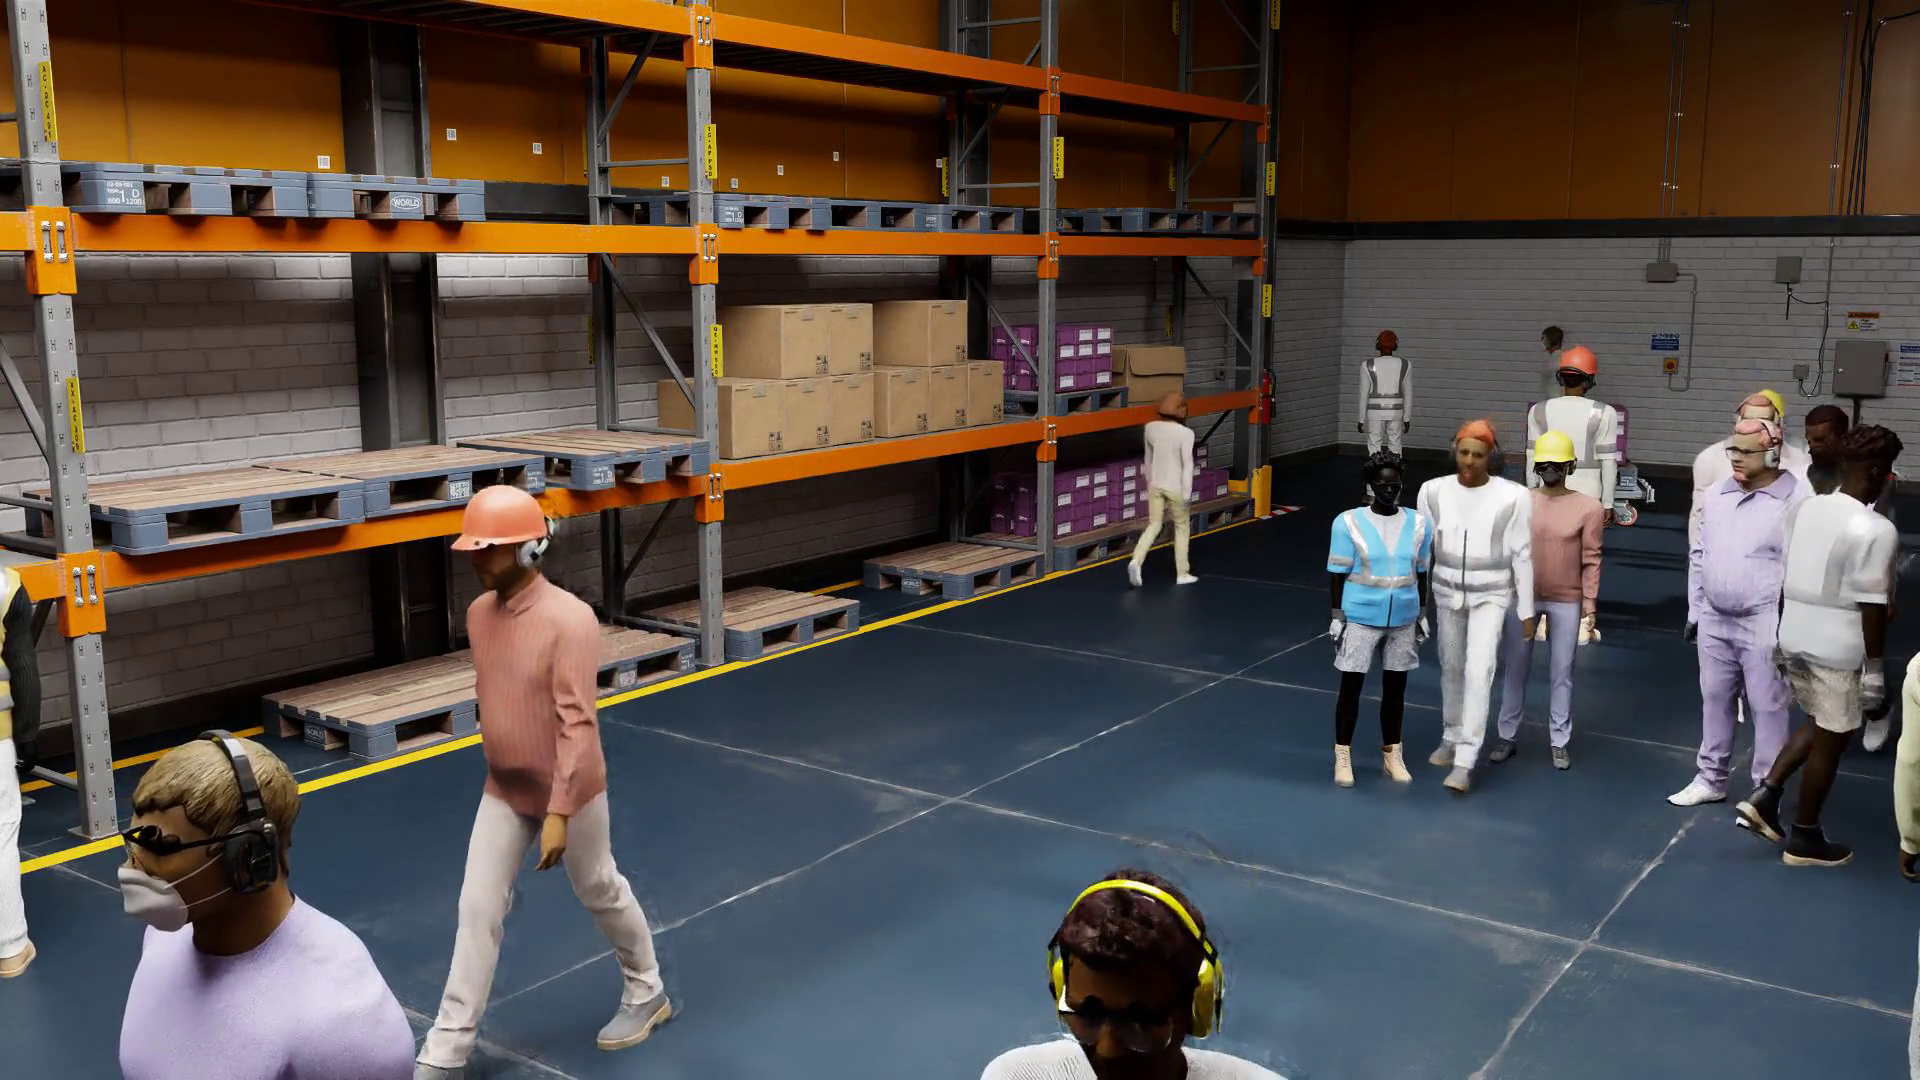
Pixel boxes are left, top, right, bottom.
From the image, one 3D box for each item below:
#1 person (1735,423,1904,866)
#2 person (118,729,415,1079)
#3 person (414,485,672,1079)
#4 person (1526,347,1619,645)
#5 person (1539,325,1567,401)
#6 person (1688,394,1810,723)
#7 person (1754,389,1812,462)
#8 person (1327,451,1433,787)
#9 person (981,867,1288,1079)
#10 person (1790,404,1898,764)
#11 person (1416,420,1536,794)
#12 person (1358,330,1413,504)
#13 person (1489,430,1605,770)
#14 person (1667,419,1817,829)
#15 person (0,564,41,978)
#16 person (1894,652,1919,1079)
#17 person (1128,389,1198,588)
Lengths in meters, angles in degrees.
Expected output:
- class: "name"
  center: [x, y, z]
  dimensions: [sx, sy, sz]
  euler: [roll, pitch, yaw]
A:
- class: "person"
  center: [3.750, 0.463, 7.158]
  dimensions: [0.481, 1.940, 0.655]
  euler: [-1, 10, -8]
- class: "person"
  center: [-1.078, 1.234, 2.589]
  dimensions: [0.627, 1.941, 0.371]
  euler: [7, 12, 38]
- class: "person"
  center: [-1.349, 0.784, 5.297]
  dimensions: [0.626, 1.941, 1.046]
  euler: [6, 11, 33]
- class: "person"
  center: [4.192, -0.300, 11.421]
  dimensions: [0.608, 2.044, 0.370]
  euler: [7, 12, 34]
- class: "person"
  center: [6.519, -1.400, 18.353]
  dimensions: [0.495, 1.922, 0.636]
  euler: [6, 11, 32]
- class: "person"
  center: [4.631, 0.068, 9.772]
  dimensions: [0.655, 1.874, 0.932]
  euler: [2, 10, 14]
- class: "person"
  center: [5.343, -0.117, 11.069]
  dimensions: [0.600, 1.805, 0.860]
  euler: [5, 11, 27]
- class: "person"
  center: [2.095, 0.394, 8.313]
  dimensions: [0.541, 1.696, 0.315]
  euler: [-1, 10, -6]
- class: "person"
  center: [0.270, 1.332, 2.440]
  dimensions: [0.510, 1.789, 1.064]
  euler: [4, 10, 20]
- class: "person"
  center: [4.617, 0.234, 8.708]
  dimensions: [0.561, 1.886, 0.638]
  euler: [-5, 11, -27]
- class: "person"
  center: [2.527, 0.326, 8.317]
  dimensions: [0.634, 1.829, 0.955]
  euler: [6, 12, 34]
- class: "person"
  center: [4.583, -1.316, 17.954]
  dimensions: [0.573, 1.882, 0.356]
  euler: [0, 10, 2]
- class: "person"
  center: [3.032, 0.309, 8.614]
  dimensions: [0.523, 1.769, 0.322]
  euler: [5, 11, 25]
- class: "person"
  center: [3.662, 0.382, 7.770]
  dimensions: [0.402, 1.904, 0.652]
  euler: [-5, 11, -28]
- class: "person"
  center: [-3.675, 0.712, 6.037]
  dimensions: [0.619, 1.836, 0.431]
  euler: [-5, 11, -27]
- class: "person"
  center: [3.066, 0.905, 4.881]
  dimensions: [0.404, 1.828, 0.592]
  euler: [-7, 12, -37]
- class: "person"
  center: [1.646, -0.408, 13.357]
  dimensions: [0.505, 1.607, 0.700]
  euler: [8, 12, 39]
